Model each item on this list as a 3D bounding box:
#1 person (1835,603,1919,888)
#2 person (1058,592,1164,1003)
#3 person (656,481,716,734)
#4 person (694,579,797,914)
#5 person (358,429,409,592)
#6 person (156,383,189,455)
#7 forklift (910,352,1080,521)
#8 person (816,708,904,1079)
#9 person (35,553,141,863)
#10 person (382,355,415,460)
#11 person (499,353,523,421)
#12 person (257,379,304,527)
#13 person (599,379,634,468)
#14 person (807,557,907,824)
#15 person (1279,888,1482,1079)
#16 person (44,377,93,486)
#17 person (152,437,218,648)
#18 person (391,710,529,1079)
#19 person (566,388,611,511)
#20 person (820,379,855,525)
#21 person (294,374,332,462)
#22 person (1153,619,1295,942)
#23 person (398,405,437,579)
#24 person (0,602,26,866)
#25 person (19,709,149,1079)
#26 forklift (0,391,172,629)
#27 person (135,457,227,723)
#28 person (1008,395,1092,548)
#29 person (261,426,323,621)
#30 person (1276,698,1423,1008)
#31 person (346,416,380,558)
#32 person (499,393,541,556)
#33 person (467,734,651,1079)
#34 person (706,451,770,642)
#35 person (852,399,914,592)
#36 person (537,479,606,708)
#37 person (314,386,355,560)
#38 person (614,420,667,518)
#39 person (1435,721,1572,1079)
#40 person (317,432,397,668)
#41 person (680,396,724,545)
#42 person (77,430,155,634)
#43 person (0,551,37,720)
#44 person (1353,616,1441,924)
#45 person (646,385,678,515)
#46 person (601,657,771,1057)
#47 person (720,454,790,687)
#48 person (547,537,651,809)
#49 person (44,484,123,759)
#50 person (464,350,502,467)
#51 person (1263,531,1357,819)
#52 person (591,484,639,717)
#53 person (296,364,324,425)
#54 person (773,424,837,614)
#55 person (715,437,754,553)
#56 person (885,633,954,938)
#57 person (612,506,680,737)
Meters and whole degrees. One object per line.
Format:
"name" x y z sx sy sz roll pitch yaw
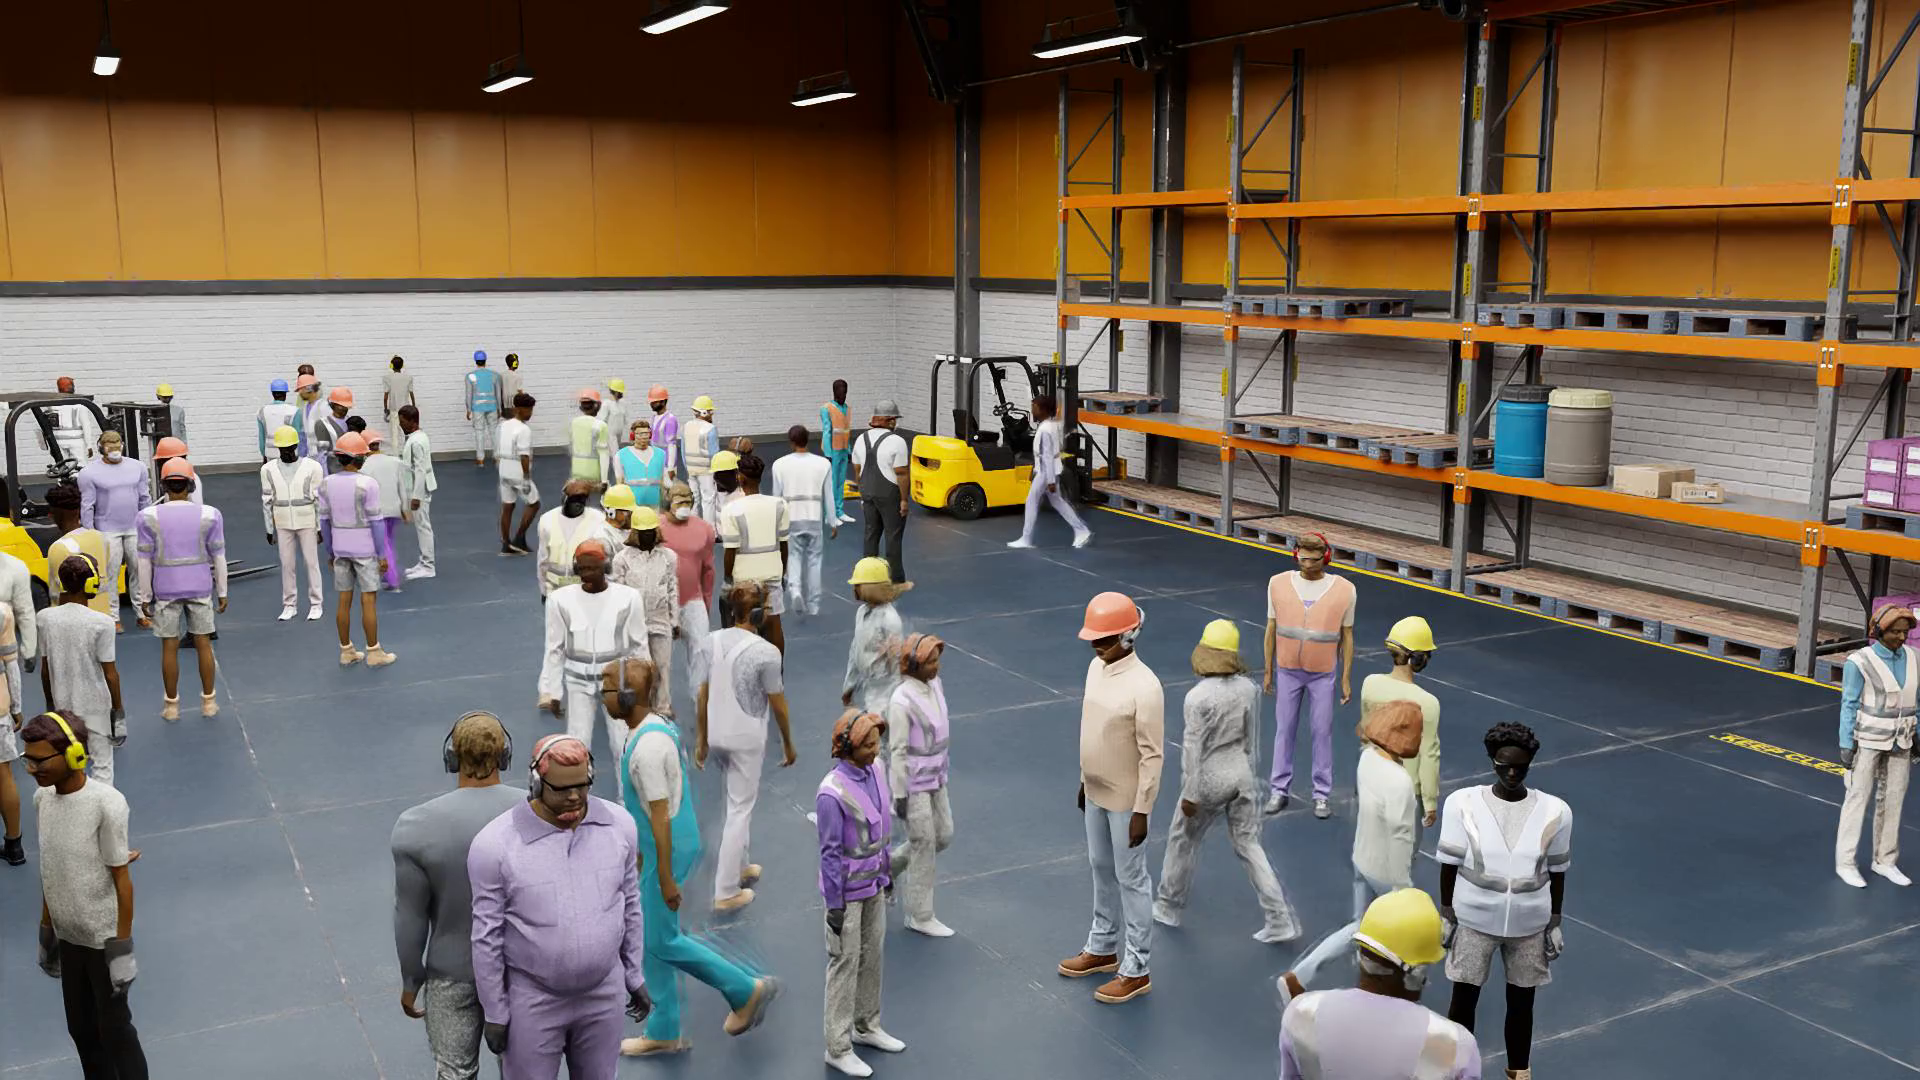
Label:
"person" 5.192 1.154 9.401 0.529 1.631 0.312 -2 10 -12
"person" 0.738 1.218 8.008 0.388 1.987 0.608 -5 11 -26
"person" -2.102 0.499 12.450 0.639 1.881 1.040 -4 11 -22
"person" -1.150 1.109 9.117 0.526 1.815 0.689 7 12 36
"person" -6.179 -0.314 17.582 0.717 1.715 0.572 7 12 37
"person" -11.008 -1.302 23.148 0.327 1.767 0.533 9 13 41
"forklift" 0.460 -1.461 22.833 2.313 2.155 1.214 -5 11 -28
"person" -0.461 1.523 7.273 0.312 1.631 0.530 4 11 24
"person" -5.064 1.004 9.630 0.510 1.857 0.324 1 10 8
"person" -9.300 -2.131 27.606 0.533 1.876 0.320 -4 11 -22
"person" -7.555 -2.216 28.115 0.516 1.871 0.325 5 11 27
"person" -8.809 -1.126 21.648 0.604 1.939 0.416 1 10 6
"person" -5.143 -1.544 24.731 0.942 1.704 0.574 5 11 28
"person" -0.592 0.953 10.370 0.868 1.698 0.496 -4 11 -24
"person" 1.228 1.857 4.838 0.633 1.798 0.591 6 12 31
"person" -12.170 -1.291 22.745 0.579 1.881 0.342 0 10 -3
"person" -7.042 0.025 15.063 0.389 1.927 0.554 -1 10 -4
"person" -1.745 1.576 6.132 0.636 1.928 0.384 -5 11 -26
"person" -4.250 -0.774 19.461 0.600 1.998 0.888 4 11 21
"person" -1.623 -1.163 21.929 0.390 1.913 0.587 5 11 27
"person" -8.255 -1.129 21.481 0.681 2.011 0.519 9 13 41
"person" 1.361 1.255 8.667 0.498 1.692 0.854 -7 12 -35
"person" -5.963 -0.536 18.320 0.392 1.914 0.587 -3 10 -18
"person" -5.716 0.975 9.587 0.550 1.926 0.390 -9 13 -42
"person" -3.392 1.558 6.442 0.526 1.857 0.347 5 11 27
"forklift" -9.026 -0.363 16.508 1.214 2.155 2.313 6 11 29
"person" -5.937 0.378 12.729 0.612 2.030 0.403 -5 11 -28
"person" 1.104 -0.815 20.043 0.970 1.879 0.597 2 10 9
"person" -6.465 -0.160 16.155 0.581 1.919 0.399 -1 10 -7
"person" 1.851 1.495 7.544 0.712 1.602 0.504 -1 10 -7
"person" -6.983 -0.611 19.379 0.533 1.693 0.319 3 10 18
"person" -5.197 -0.764 19.544 0.681 1.937 0.483 9 13 41
"person" -1.406 1.617 5.954 0.639 1.904 0.407 -7 12 -35
"person" -1.897 0.182 14.255 0.624 1.891 0.590 -5 11 -24
"person" -0.775 -0.482 17.638 0.684 2.000 0.536 8 12 37
"person" -3.052 0.432 13.042 0.652 1.797 0.865 1 10 3
"person" -7.167 -0.771 19.326 0.394 2.034 0.605 5 11 25
"person" -3.326 -0.342 17.387 0.567 1.847 0.389 -7 12 -37
"person" 2.220 1.567 6.835 0.535 1.697 0.318 1 10 8
"person" -5.201 0.088 14.343 0.605 2.045 0.383 3 10 17
"person" -3.143 -0.848 20.354 0.591 1.829 0.404 8 13 38
"person" -7.921 -0.081 15.660 0.375 1.930 0.636 9 13 42
"person" -6.638 0.720 11.291 0.658 1.856 0.923 -6 11 -30
"person" 2.240 1.253 8.470 0.337 1.757 0.519 -6 11 -31
"person" -3.719 -0.965 20.750 0.387 1.929 0.547 -7 12 -34
"person" -1.242 1.410 7.449 0.697 1.799 0.581 -1 10 -8
"person" -1.655 0.281 13.454 0.600 1.967 0.369 -6 12 -33
"person" -2.192 0.903 10.142 0.610 1.875 0.380 -1 10 -5
"person" -6.222 0.574 11.776 0.367 1.963 0.609 0 10 1
"person" -7.954 -2.193 27.763 0.605 1.944 0.402 -6 12 -31
"person" 2.214 0.846 10.578 0.563 1.838 0.390 3 10 18
"person" -2.622 0.470 12.805 0.403 1.820 0.602 1 10 7
"person" -10.146 -1.833 26.015 0.430 1.836 0.626 -4 11 -20
"person" -1.525 -0.184 16.340 0.613 1.902 0.512 0 10 -2
"person" -2.109 -0.076 15.914 0.429 1.834 0.636 1 10 7
"person" -0.255 1.270 8.732 0.460 1.622 0.522 4 11 21
"person" -2.286 0.616 12.175 0.492 1.743 0.295 -5 11 -27
